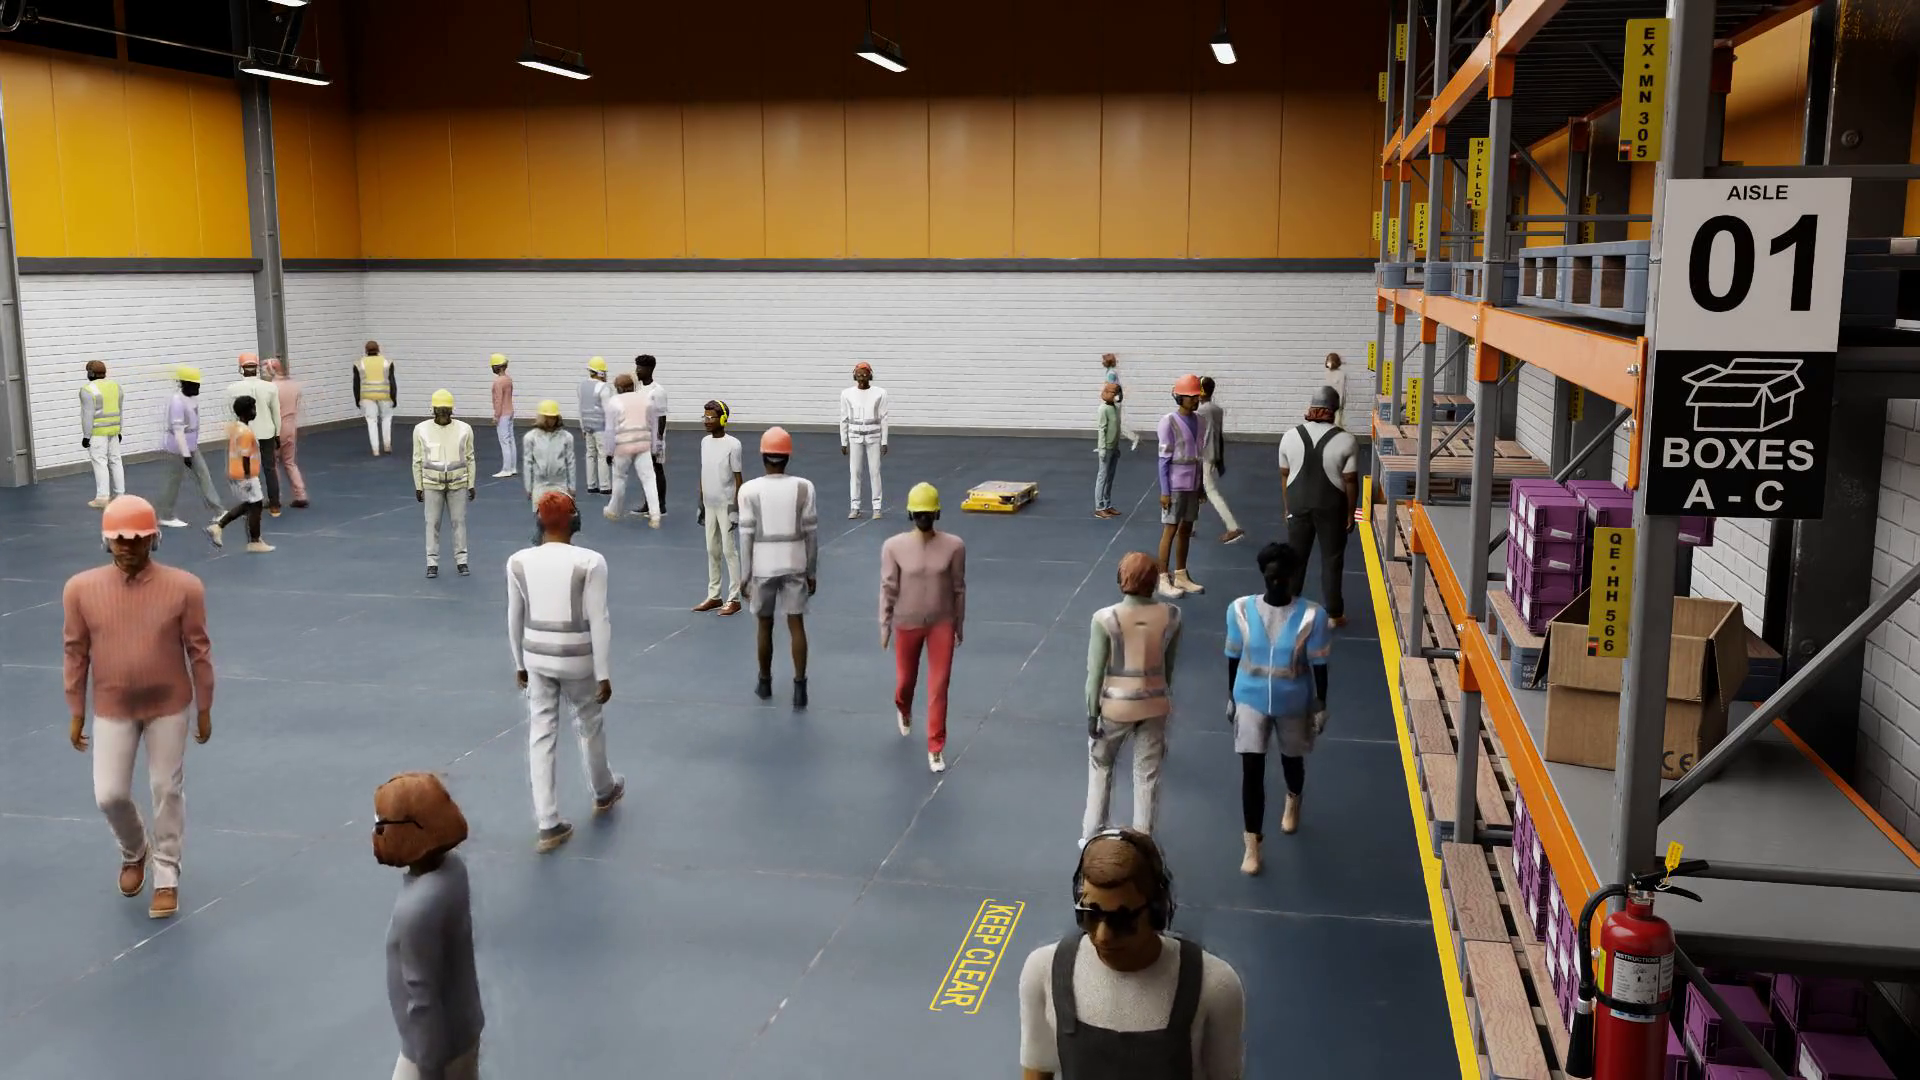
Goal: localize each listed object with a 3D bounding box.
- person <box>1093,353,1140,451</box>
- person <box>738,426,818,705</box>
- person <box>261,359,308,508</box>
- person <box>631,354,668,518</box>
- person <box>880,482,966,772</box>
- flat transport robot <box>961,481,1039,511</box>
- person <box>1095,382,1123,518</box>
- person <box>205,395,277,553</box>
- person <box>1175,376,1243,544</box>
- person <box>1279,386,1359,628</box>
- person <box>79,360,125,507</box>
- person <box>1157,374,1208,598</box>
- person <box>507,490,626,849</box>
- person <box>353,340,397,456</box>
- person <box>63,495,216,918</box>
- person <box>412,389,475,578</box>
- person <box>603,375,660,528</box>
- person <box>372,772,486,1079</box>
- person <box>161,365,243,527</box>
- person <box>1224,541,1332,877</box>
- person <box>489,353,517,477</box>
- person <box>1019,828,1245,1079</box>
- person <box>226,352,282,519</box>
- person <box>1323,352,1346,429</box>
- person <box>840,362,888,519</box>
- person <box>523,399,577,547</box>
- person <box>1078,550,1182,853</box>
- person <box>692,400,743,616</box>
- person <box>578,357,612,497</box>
[{"bbox_3d":[2.538,-2.210,26.852,0.679,1.616,0.519,0,9,-1],"label":"person"},{"bbox_3d":[-1.259,0.178,11.514,0.546,1.944,0.420,-2,10,-12],"label":"person"},{"bbox_3d":[-8.444,-1.311,20.614,0.640,1.875,0.691,2,10,14],"label":"person"},{"bbox_3d":[-3.730,-1.251,19.971,0.368,1.967,0.600,-7,12,-37],"label":"person"},{"bbox_3d":[-0.229,0.489,10.187,0.530,1.742,0.722,-1,9,-6],"label":"person"},{"bbox_3d":[0.520,-0.568,20.956,0.652,0.197,1.431,3,10,16],"label":"flat transport robot"},{"bbox_3d":[1.805,-1.086,19.984,0.278,1.631,0.507,5,11,28],"label":"person"},{"bbox_3d":[-7.538,-0.676,17.362,0.573,1.676,0.536,-7,12,-35],"label":"person"},{"bbox_3d":[2.713,-0.876,18.177,0.970,1.826,0.517,7,12,37],"label":"person"},{"bbox_3d":[3.034,-0.296,13.997,0.682,2.000,0.535,5,11,28],"label":"person"},{"bbox_3d":[-10.769,-1.334,20.850,0.429,1.842,0.636,3,10,15],"label":"person"},{"bbox_3d":[2.060,-0.498,15.207,0.609,2.043,0.397,-9,13,-43],"label":"person"},{"bbox_3d":[-2.096,0.648,8.906,0.606,1.836,0.941,1,10,9],"label":"person"},{"bbox_3d":[-9.350,-2.278,26.607,0.654,1.810,0.813,-3,10,-18],"label":"person"},{"bbox_3d":[-3.802,0.770,7.734,0.639,1.983,0.440,-4,10,-21],"label":"person"},{"bbox_3d":[-5.005,-0.552,16.161,0.586,1.836,0.404,-4,10,-21],"label":"person"},{"bbox_3d":[-3.838,-1.035,19.346,0.638,1.745,1.072,-6,11,-34],"label":"person"},{"bbox_3d":[-1.439,1.445,4.823,0.715,1.611,0.508,-1,9,-4],"label":"person"},{"bbox_3d":[-8.798,-1.066,19.109,0.988,1.872,0.602,0,9,0],"label":"person"},{"bbox_3d":[1.625,0.805,8.505,0.540,1.673,0.788,3,10,17],"label":"person"},{"bbox_3d":[-6.541,-1.777,23.751,0.321,1.768,0.529,1,9,5],"label":"person"},{"bbox_3d":[0.358,1.527,3.675,0.520,1.818,0.710,3,10,19],"label":"person"},{"bbox_3d":[-8.429,-1.250,19.892,0.609,1.993,0.382,-6,11,-33],"label":"person"},{"bbox_3d":[5.976,-2.195,26.690,0.467,1.620,0.504,-7,12,-37],"label":"person"},{"bbox_3d":[-1.141,-1.182,19.821,0.573,1.882,0.338,0,9,0],"label":"person"},{"bbox_3d":[-4.025,-0.530,16.334,0.498,1.730,0.457,-5,11,-26],"label":"person"},{"bbox_3d":[0.840,0.850,8.381,0.517,1.611,0.633,-2,10,-14],"label":"person"},{"bbox_3d":[-2.099,-0.280,14.414,0.513,1.872,0.328,7,12,38],"label":"person"},{"bbox_3d":[-4.729,-1.476,21.756,0.625,1.821,0.403,7,12,37],"label":"person"}]
